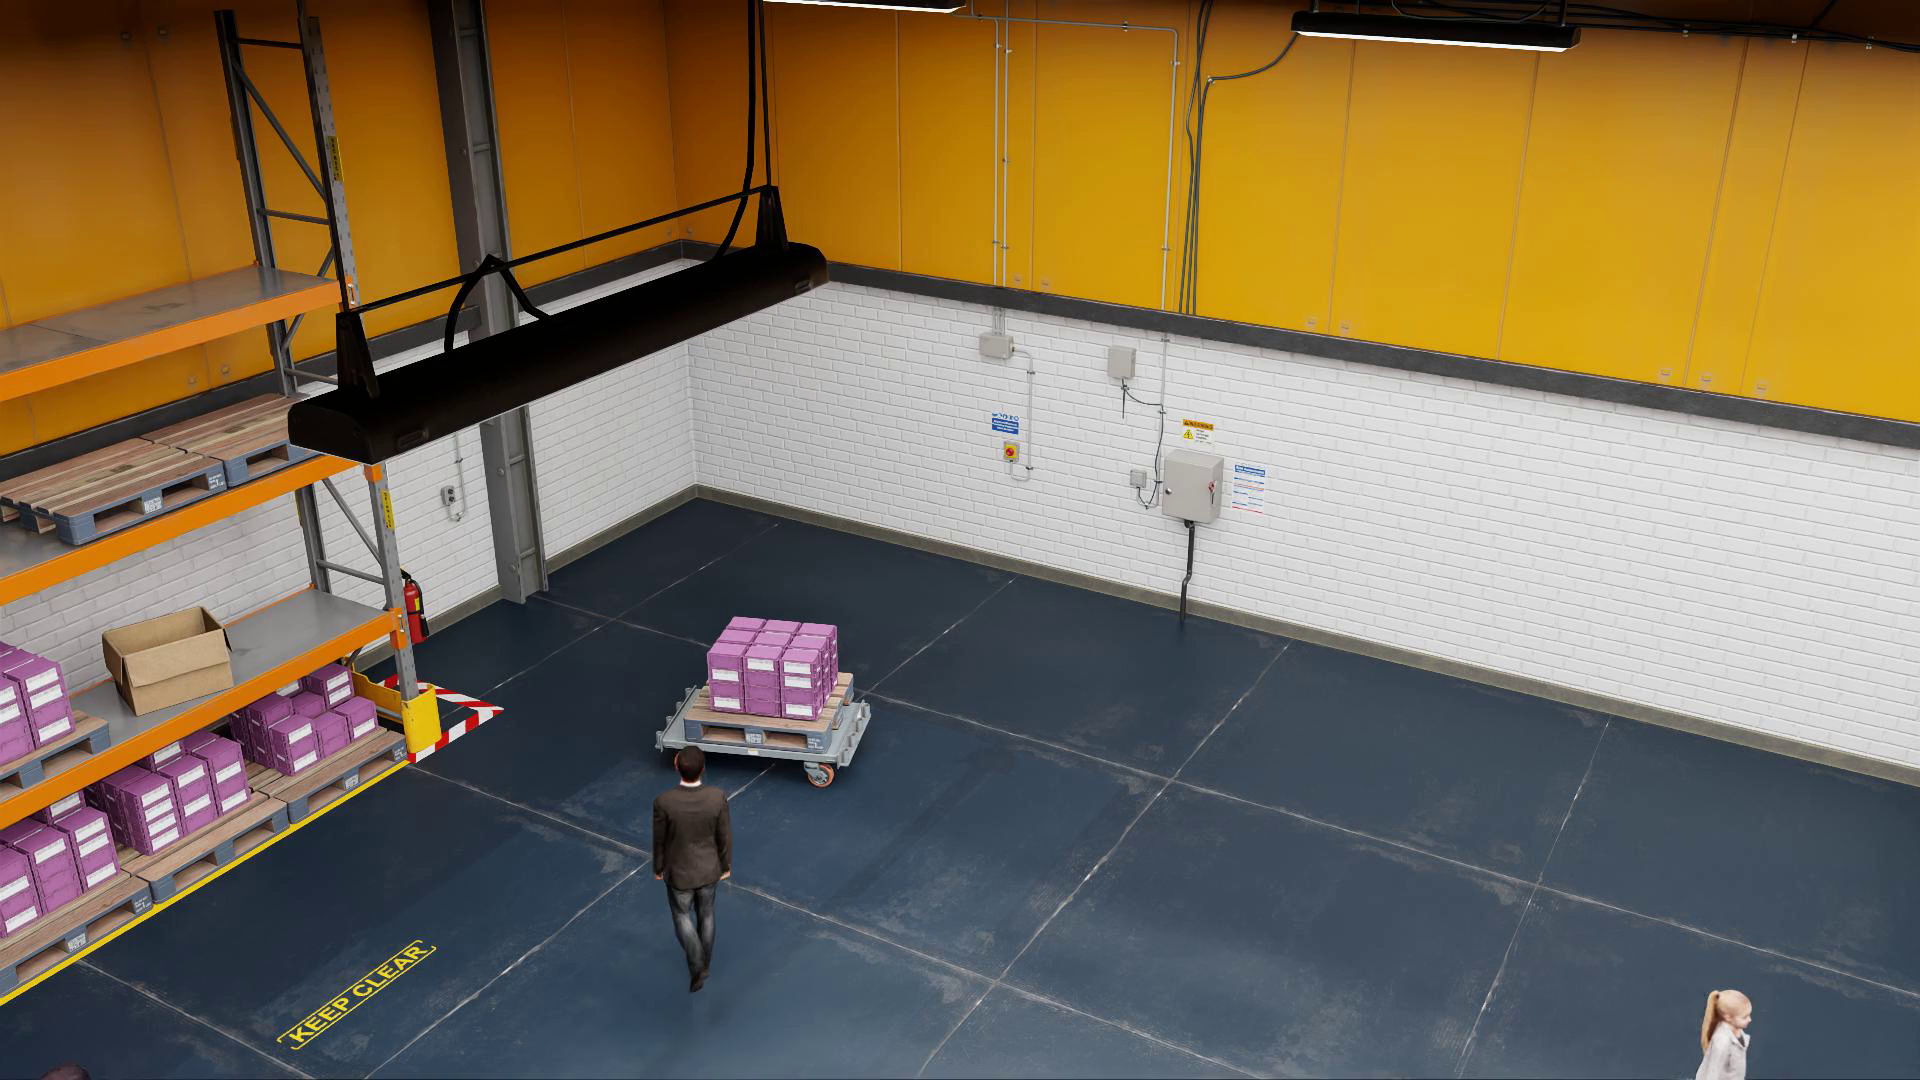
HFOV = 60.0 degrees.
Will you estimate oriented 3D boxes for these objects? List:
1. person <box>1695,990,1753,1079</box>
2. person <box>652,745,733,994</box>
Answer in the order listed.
[{"bbox_3d":[4.314,3.120,9.592,0.612,1.271,0.553,18,30,36],"label":"person"},{"bbox_3d":[-1.764,2.209,11.035,0.994,1.784,1.042,-7,25,-16],"label":"person"}]
